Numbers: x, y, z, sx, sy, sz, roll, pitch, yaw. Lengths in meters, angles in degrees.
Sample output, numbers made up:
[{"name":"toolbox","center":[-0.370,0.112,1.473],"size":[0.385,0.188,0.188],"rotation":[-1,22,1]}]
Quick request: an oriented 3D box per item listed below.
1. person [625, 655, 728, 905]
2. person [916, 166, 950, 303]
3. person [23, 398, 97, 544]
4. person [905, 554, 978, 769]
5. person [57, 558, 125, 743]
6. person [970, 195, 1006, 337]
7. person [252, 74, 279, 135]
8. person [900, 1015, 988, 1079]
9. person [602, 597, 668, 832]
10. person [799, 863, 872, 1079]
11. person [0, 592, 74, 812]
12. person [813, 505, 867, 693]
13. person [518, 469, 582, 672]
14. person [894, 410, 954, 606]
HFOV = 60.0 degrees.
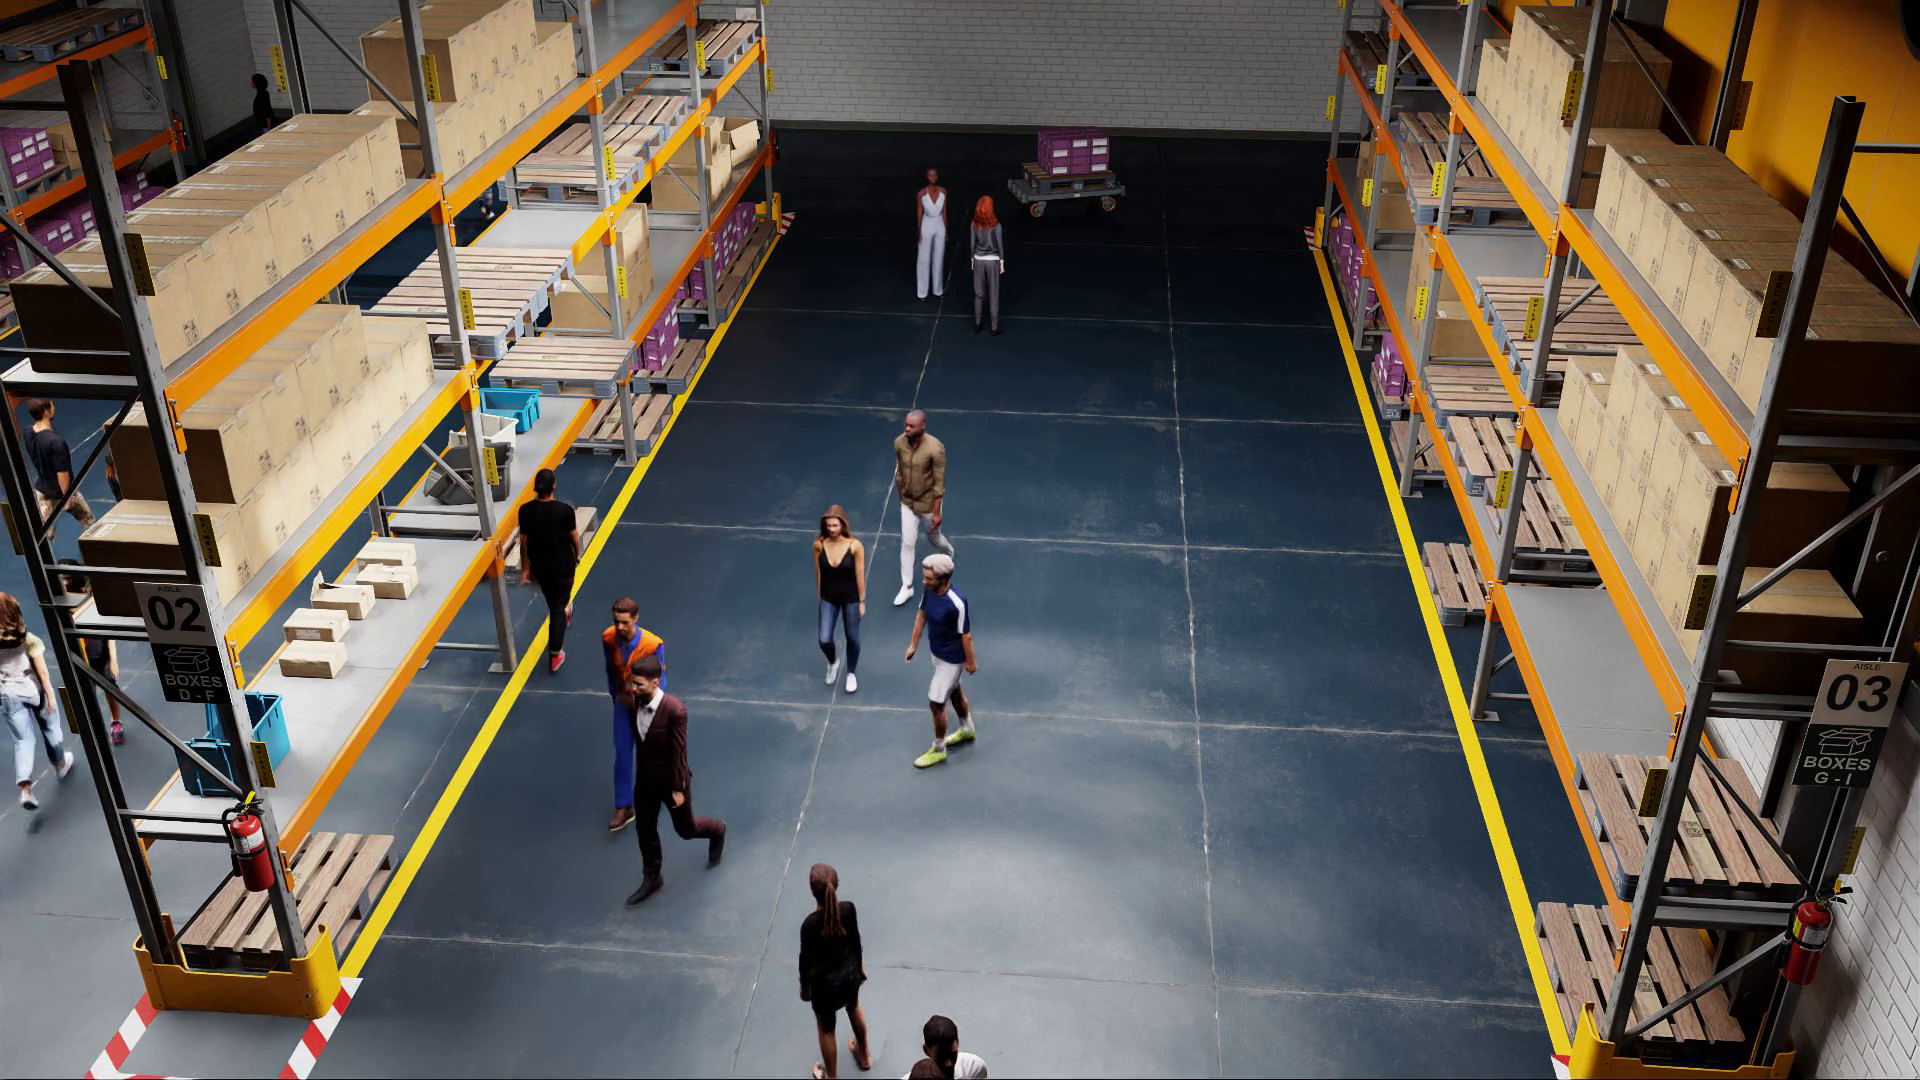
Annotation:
[{"name":"person","center":[-1.980,1.586,11.393],"size":[1.011,1.847,1.219],"rotation":[18,34,30]},{"name":"person","center":[-0.365,-4.001,21.702],"size":[0.649,1.783,0.646],"rotation":[-12,31,-21]},{"name":"person","center":[-8.251,-0.385,15.046],"size":[0.846,1.809,1.222],"rotation":[10,30,17]},{"name":"person","center":[-0.013,0.852,12.791],"size":[0.951,1.796,0.935],"rotation":[-14,32,-24]},{"name":"person","center":[-6.699,0.865,12.864],"size":[0.825,1.703,1.111],"rotation":[-8,30,-14]},{"name":"person","center":[0.334,-3.403,20.610],"size":[0.640,1.779,0.603],"rotation":[12,31,20]},{"name":"person","center":[-11.007,-6.586,26.526],"size":[0.713,1.701,0.600],"rotation":[-9,30,-16]},{"name":"person","center":[-0.085,3.159,8.490],"size":[0.758,1.866,0.753],"rotation":[-13,31,-22]},{"name":"person","center":[-2.319,1.157,12.212],"size":[0.773,1.815,1.123],"rotation":[6,29,11]},{"name":"person","center":[-0.738,2.583,9.881],"size":[0.681,1.543,0.731],"rotation":[-18,33,-30]},{"name":"person","center":[-6.919,1.205,12.247],"size":[0.842,1.697,1.152],"rotation":[-6,29,-11]},{"name":"person","center":[-0.965,0.436,13.645],"size":[0.577,1.708,0.586],"rotation":[2,29,4]},{"name":"person","center":[-3.425,0.287,13.912],"size":[0.630,1.715,1.109],"rotation":[2,29,3]},{"name":"person","center":[-0.295,-0.355,15.000],"size":[1.002,1.801,1.230],"rotation":[14,32,24]}]
